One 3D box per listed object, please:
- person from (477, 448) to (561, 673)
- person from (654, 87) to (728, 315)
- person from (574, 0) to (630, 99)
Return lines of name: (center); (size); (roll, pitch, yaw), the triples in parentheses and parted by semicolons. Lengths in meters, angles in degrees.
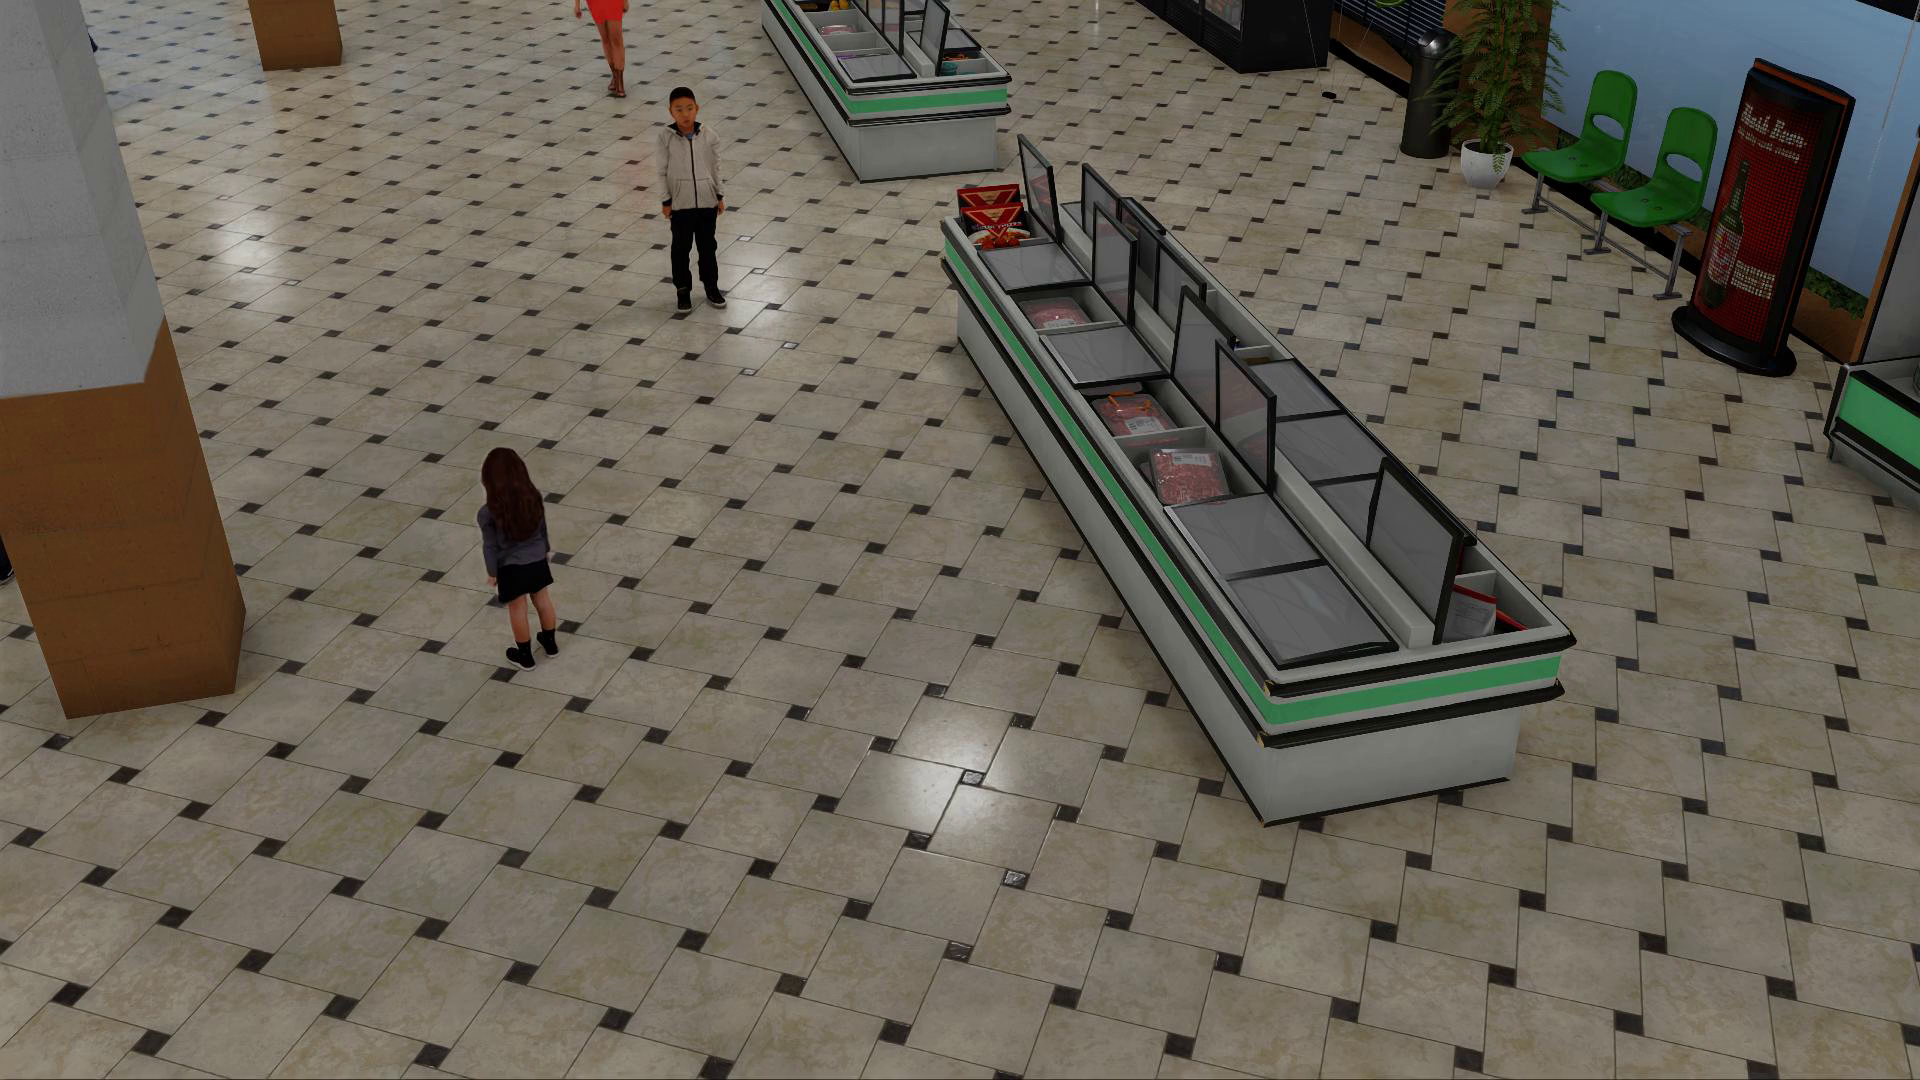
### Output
person: (-1.962, 0.075, 7.403); (0.568, 1.106, 0.540); (27, 41, 37)
person: (-1.736, -2.202, 10.732); (0.612, 1.455, 0.567); (-14, 34, -21)
person: (-3.141, -4.831, 14.728); (0.734, 1.698, 0.877); (1, 32, 2)
